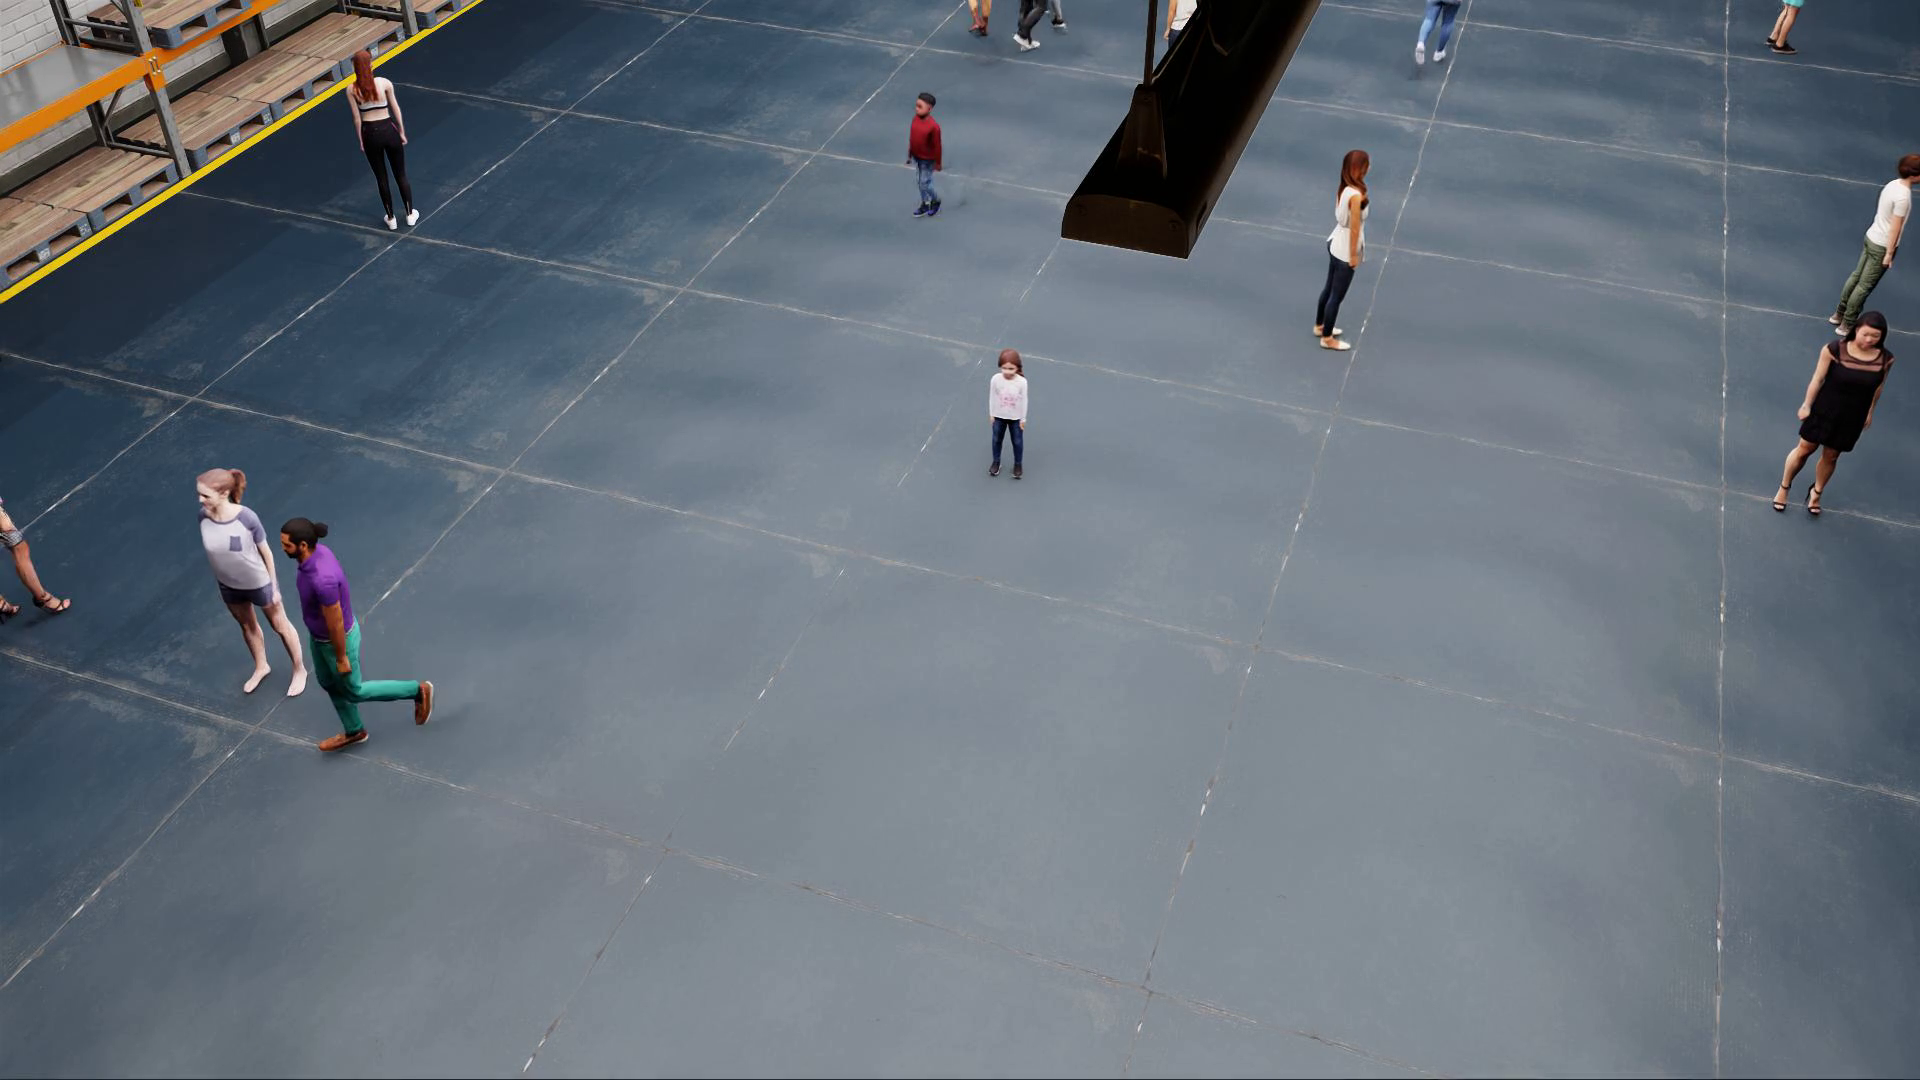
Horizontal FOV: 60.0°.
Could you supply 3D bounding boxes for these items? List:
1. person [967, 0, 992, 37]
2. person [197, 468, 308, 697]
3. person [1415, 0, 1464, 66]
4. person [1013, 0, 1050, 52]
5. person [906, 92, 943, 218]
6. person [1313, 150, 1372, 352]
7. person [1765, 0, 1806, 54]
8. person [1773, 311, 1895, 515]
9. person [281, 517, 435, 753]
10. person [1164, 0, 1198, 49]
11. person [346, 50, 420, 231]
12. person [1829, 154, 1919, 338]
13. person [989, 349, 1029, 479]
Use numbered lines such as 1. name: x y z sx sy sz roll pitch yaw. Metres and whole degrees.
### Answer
1. person: 0.286 -6.684 19.336 0.734 1.711 0.783 -11 40 -13
2. person: -4.534 0.255 10.604 0.620 1.765 0.590 6 39 8
3. person: 5.422 -6.109 18.692 0.711 1.614 0.975 19 42 22
4. person: 0.741 -6.429 18.943 0.845 1.802 0.811 -29 47 -31
5. person: -0.301 -3.711 15.984 0.630 1.247 0.592 -30 47 -32
6. person: 3.211 -2.445 13.969 0.736 1.785 0.595 -1 39 -2
7. person: 9.612 -6.401 19.105 0.695 1.556 0.577 3 39 4
8. person: 6.372 -0.919 12.116 0.665 1.712 0.620 9 39 11
9. person: -3.739 0.575 10.226 1.101 1.736 0.985 -22 44 -26
10. person: 2.410 -5.418 17.672 0.674 1.809 0.673 -6 39 -8
11. person: -5.446 -3.771 15.663 0.669 1.742 0.712 -13 40 -15
12. person: 7.844 -2.521 14.169 0.669 1.653 0.505 8 39 10
13. person: 0.368 -0.977 12.671 0.464 1.110 0.491 7 39 9
